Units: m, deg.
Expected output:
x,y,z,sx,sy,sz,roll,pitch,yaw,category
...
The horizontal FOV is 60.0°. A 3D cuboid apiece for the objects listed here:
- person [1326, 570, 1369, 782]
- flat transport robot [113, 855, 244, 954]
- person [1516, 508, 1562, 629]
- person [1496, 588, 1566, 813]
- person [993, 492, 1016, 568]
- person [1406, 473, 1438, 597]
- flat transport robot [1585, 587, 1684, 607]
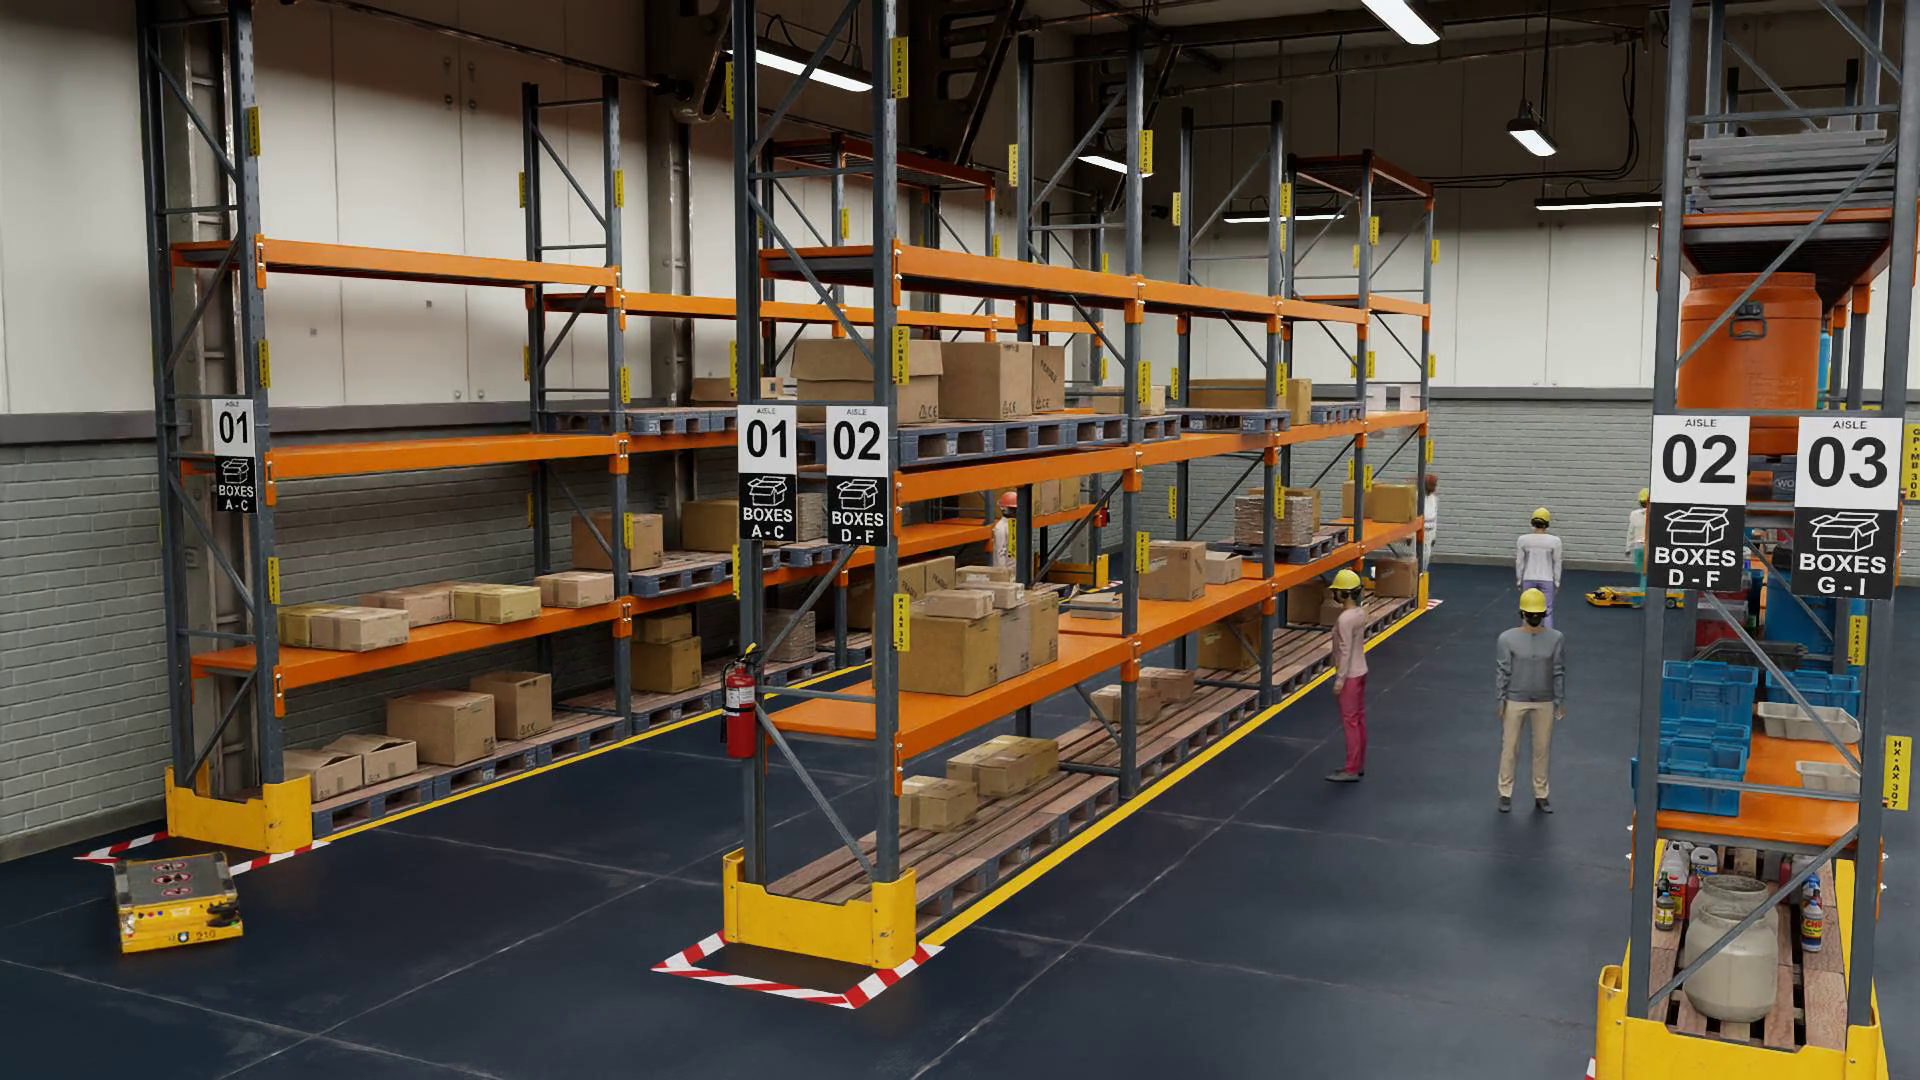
x,y,z,sx,sy,sz,roll,pitch,yaw,category
3.218,1.128,13.837,0.328,1.769,0.526,3,7,29,person
-4.897,2.224,10.374,0.652,0.197,1.431,-3,7,-28,flat transport robot
6.951,0.495,19.994,0.526,1.768,0.331,3,7,27,person
4.391,1.241,12.801,0.529,1.761,0.357,0,6,2,person
0.571,0.424,19.595,0.380,1.991,0.625,1,6,13,person
6.912,-0.080,25.070,0.617,1.863,0.528,-4,7,-34,person
9.858,0.818,24.045,1.431,0.197,0.652,1,6,10,flat transport robot
